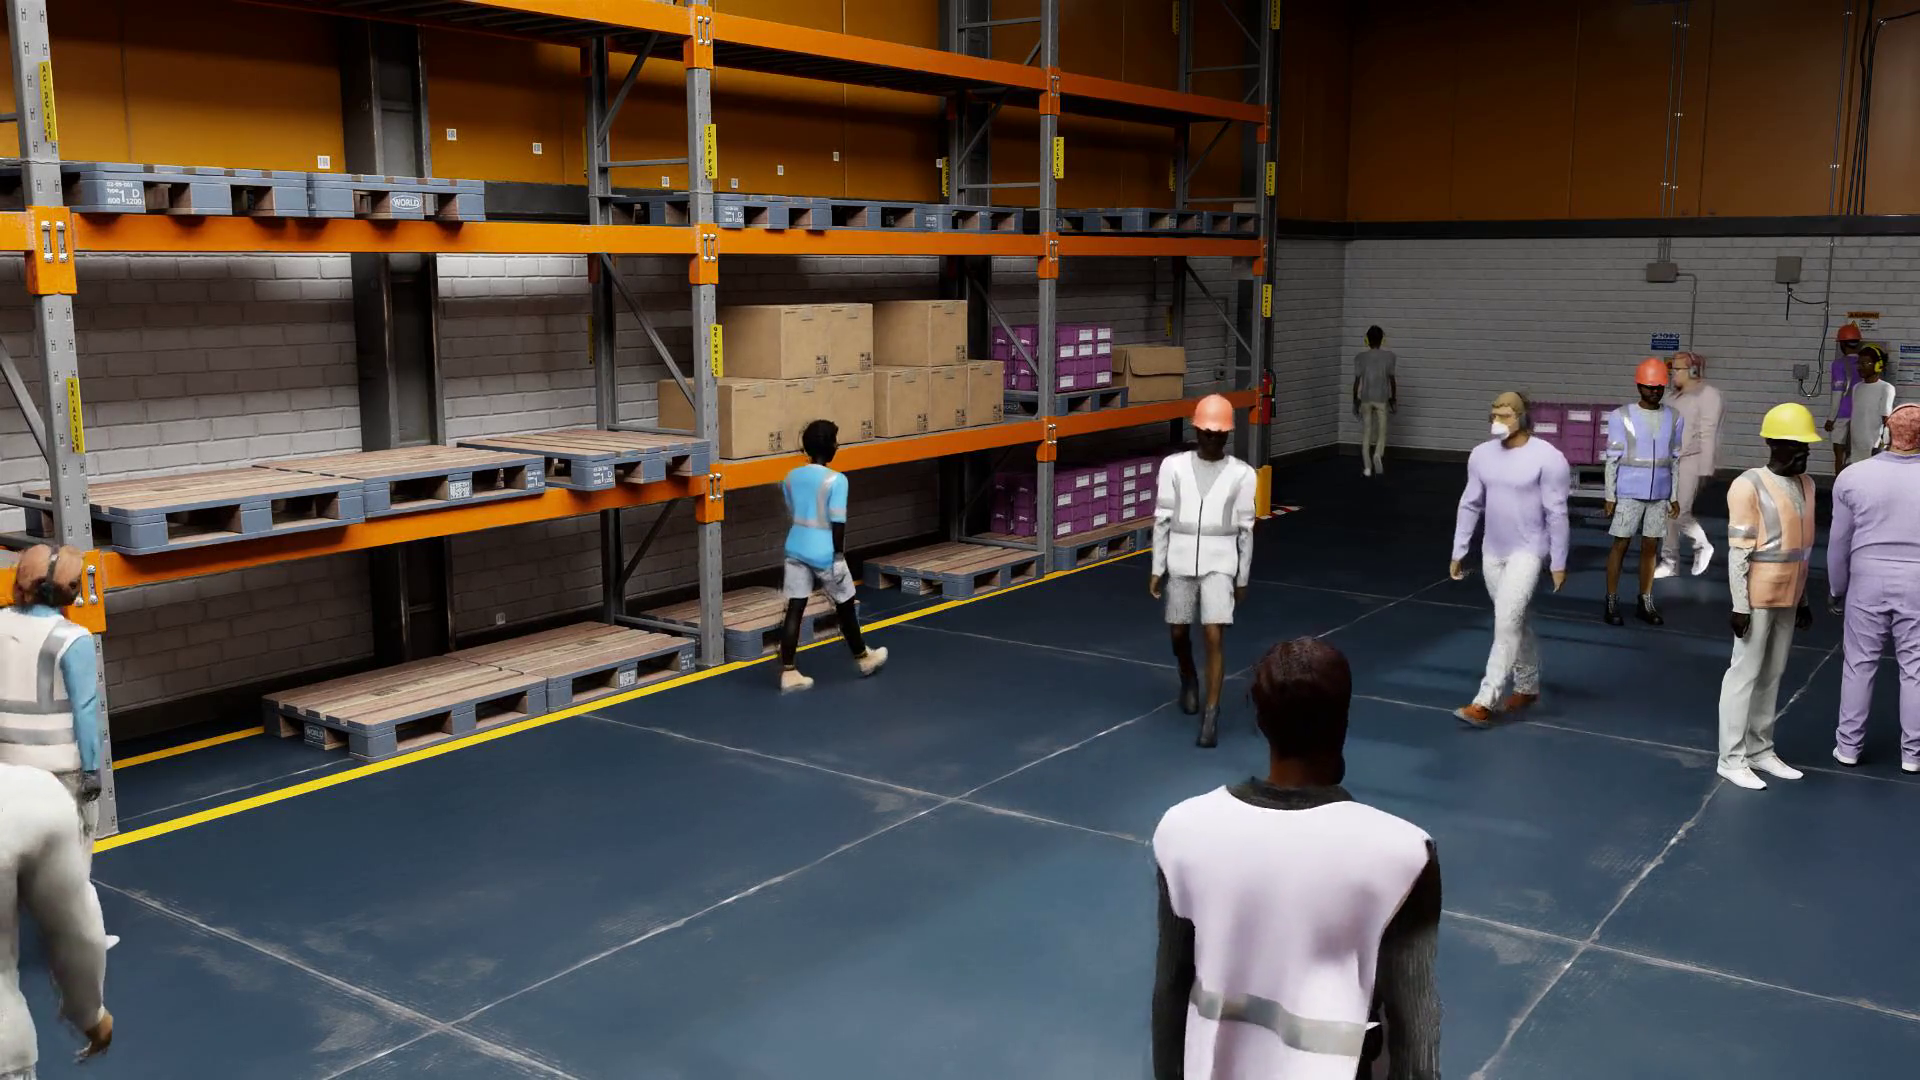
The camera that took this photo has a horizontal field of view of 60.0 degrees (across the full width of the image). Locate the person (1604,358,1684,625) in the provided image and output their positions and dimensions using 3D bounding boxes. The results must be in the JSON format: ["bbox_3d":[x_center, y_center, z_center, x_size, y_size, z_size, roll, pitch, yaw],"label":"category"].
[{"bbox_3d":[4.922,-0.339,11.964,0.552,1.935,0.374,0,10,-1],"label":"person"}]

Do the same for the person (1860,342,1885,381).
[{"bbox_3d":[9.918,-1.289,18.223,0.489,1.740,0.320,-9,13,-43],"label":"person"}]

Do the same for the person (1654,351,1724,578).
[{"bbox_3d":[5.927,-0.599,13.655,0.463,1.891,0.673,-2,10,-13],"label":"person"}]

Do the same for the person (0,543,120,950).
[{"bbox_3d":[-3.380,0.816,6.047,0.527,1.617,0.517,4,10,21],"label":"person"}]

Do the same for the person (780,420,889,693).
[{"bbox_3d":[-0.814,0.082,10.266,0.557,1.649,0.847,8,12,39],"label":"person"}]

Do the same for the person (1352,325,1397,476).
[{"bbox_3d":[5.034,-1.677,20.197,0.538,1.851,0.535,3,10,15],"label":"person"}]

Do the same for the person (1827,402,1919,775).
[{"bbox_3d":[4.807,0.248,8.548,0.641,1.913,0.407,6,11,30],"label":"person"}]

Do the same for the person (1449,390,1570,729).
[{"bbox_3d":[3.058,0.105,9.445,0.959,1.891,0.651,-6,11,-31],"label":"person"}]

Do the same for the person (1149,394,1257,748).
[{"bbox_3d":[1.357,0.129,9.262,0.561,1.920,0.799,3,10,17],"label":"person"}]

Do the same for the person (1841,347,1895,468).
[{"bbox_3d":[8.161,-0.808,14.987,0.331,1.864,0.509,-2,10,-9],"label":"person"}]

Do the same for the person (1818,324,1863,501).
[{"bbox_3d":[9.671,-1.382,18.184,0.548,1.934,0.375,-4,10,-23],"label":"person"}]

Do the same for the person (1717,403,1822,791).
[{"bbox_3d":[4.070,0.275,8.337,0.585,1.927,0.366,-6,11,-31],"label":"person"}]

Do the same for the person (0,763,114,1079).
[{"bbox_3d":[-2.153,1.112,3.489,0.636,1.893,1.009,-3,10,-16],"label":"person"}]

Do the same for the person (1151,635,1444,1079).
[{"bbox_3d":[0.612,1.142,3.254,0.611,1.899,0.713,7,12,38],"label":"person"}]
